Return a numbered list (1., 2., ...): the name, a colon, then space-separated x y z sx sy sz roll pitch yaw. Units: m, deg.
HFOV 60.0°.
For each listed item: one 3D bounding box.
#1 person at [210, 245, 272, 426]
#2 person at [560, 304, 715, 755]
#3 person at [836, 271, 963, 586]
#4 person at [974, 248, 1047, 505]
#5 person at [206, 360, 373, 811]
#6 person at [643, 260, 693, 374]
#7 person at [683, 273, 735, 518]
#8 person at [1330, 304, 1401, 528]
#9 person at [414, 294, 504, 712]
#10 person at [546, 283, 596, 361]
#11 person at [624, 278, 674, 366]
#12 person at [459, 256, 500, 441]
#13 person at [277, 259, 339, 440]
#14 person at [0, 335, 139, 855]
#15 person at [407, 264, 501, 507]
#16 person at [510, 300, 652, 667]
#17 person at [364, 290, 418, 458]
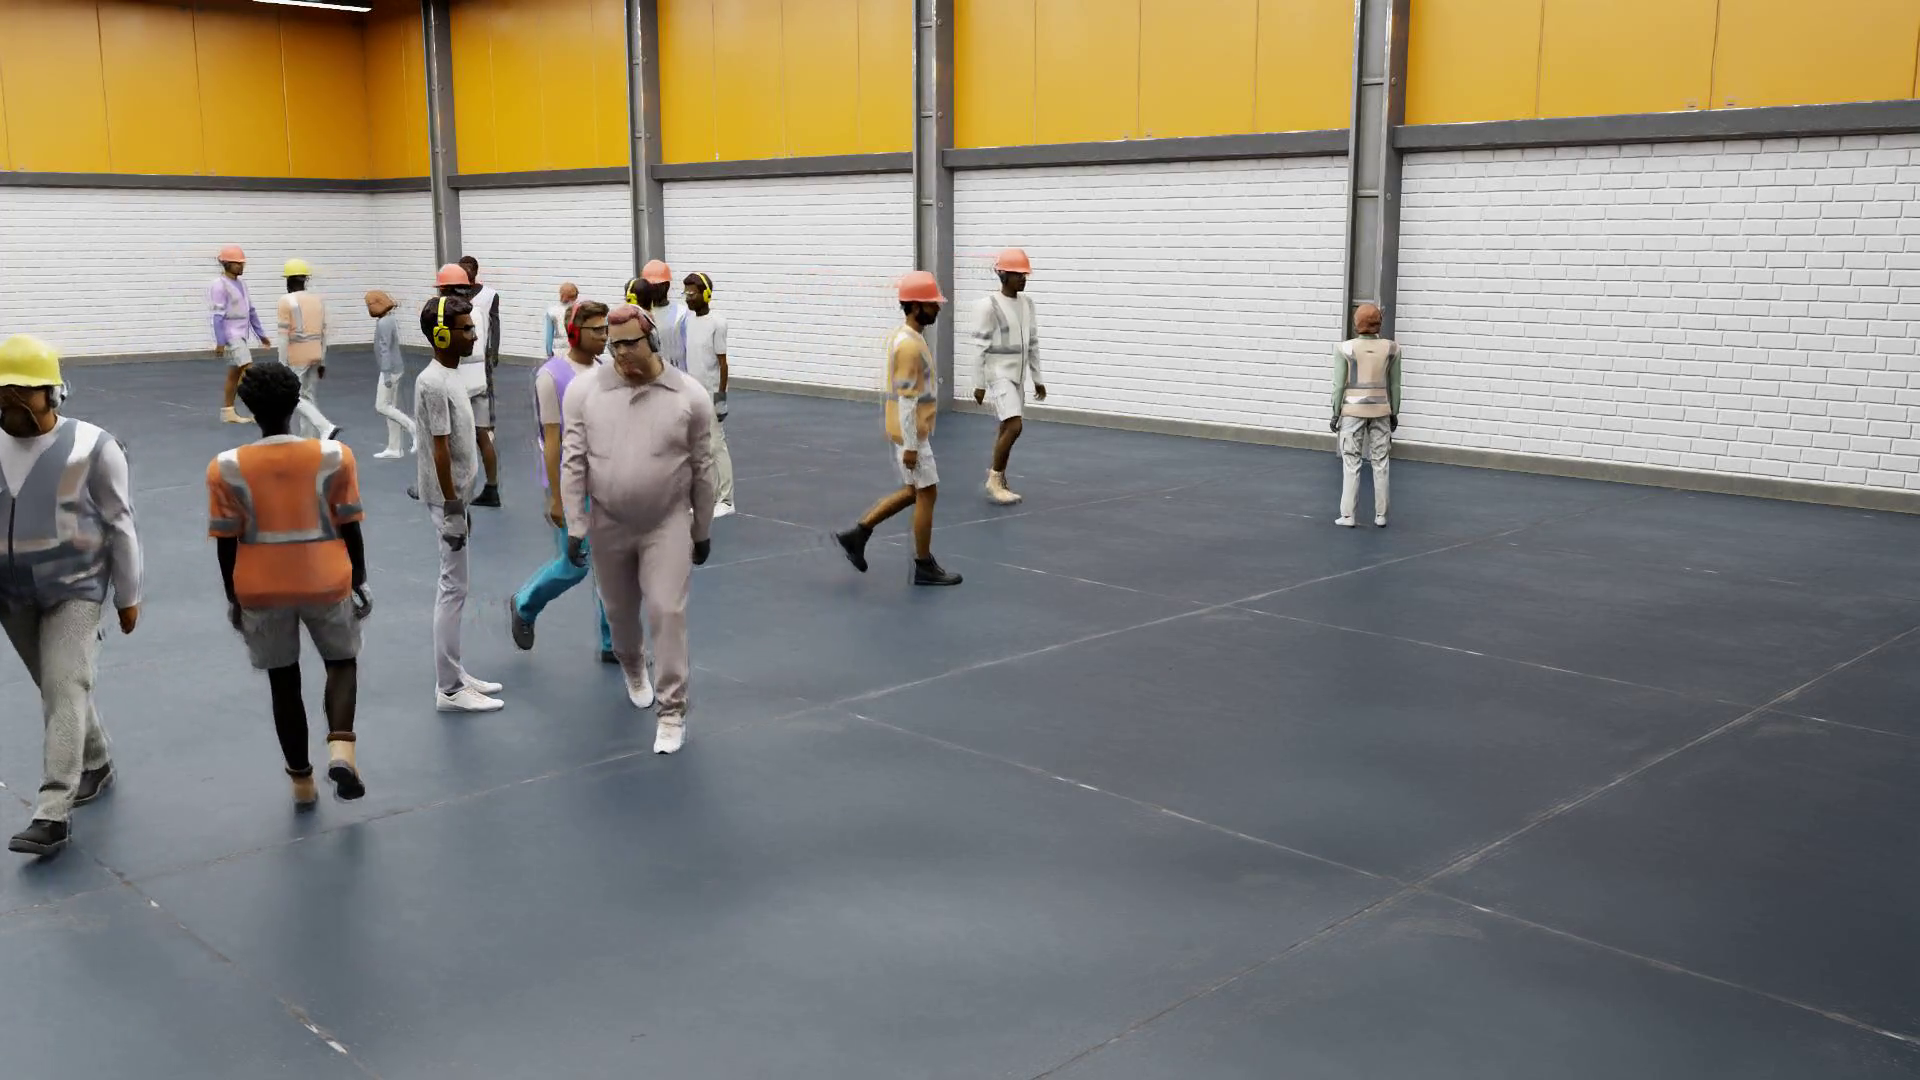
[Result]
1. person: -7.968 -2.277 18.650 0.840 2.015 0.621 0 10 -1
2. person: -1.376 -0.091 7.173 0.647 1.866 0.901 -1 10 -3
3. person: -0.365 -0.665 10.088 0.687 1.922 0.547 -1 10 -5
4. person: 0.408 -1.280 13.160 0.533 2.024 0.605 8 13 37
5. person: -2.434 0.189 6.074 0.546 1.680 0.431 -4 11 -20
6. person: -2.380 -1.251 13.248 0.552 1.937 0.356 0 10 -1
7. person: -1.925 -1.089 12.611 0.358 1.854 0.489 -9 14 -40
8. person: 2.958 -0.898 12.142 0.520 1.636 0.312 -1 10 -3
9. person: -2.266 -0.162 7.495 0.321 1.871 0.532 -3 11 -15
10. person: -4.358 -2.079 18.692 0.534 1.587 0.873 0 10 -1
11. person: -2.247 -0.895 11.590 0.833 1.824 0.691 4 11 19
12. person: -5.064 -1.983 17.282 0.592 1.922 0.392 0 10 2
13. person: -6.359 -1.774 16.182 0.598 1.908 0.597 3 11 18
14. person: -3.269 0.168 5.926 0.586 1.788 0.937 0 10 -1
15. person: -4.017 -1.210 13.118 0.896 1.899 0.566 5 12 26
16. person: -1.898 -0.272 8.218 0.692 1.826 0.582 6 12 28
17. person: -5.423 -1.581 15.910 0.453 1.612 0.534 -2 11 -12
